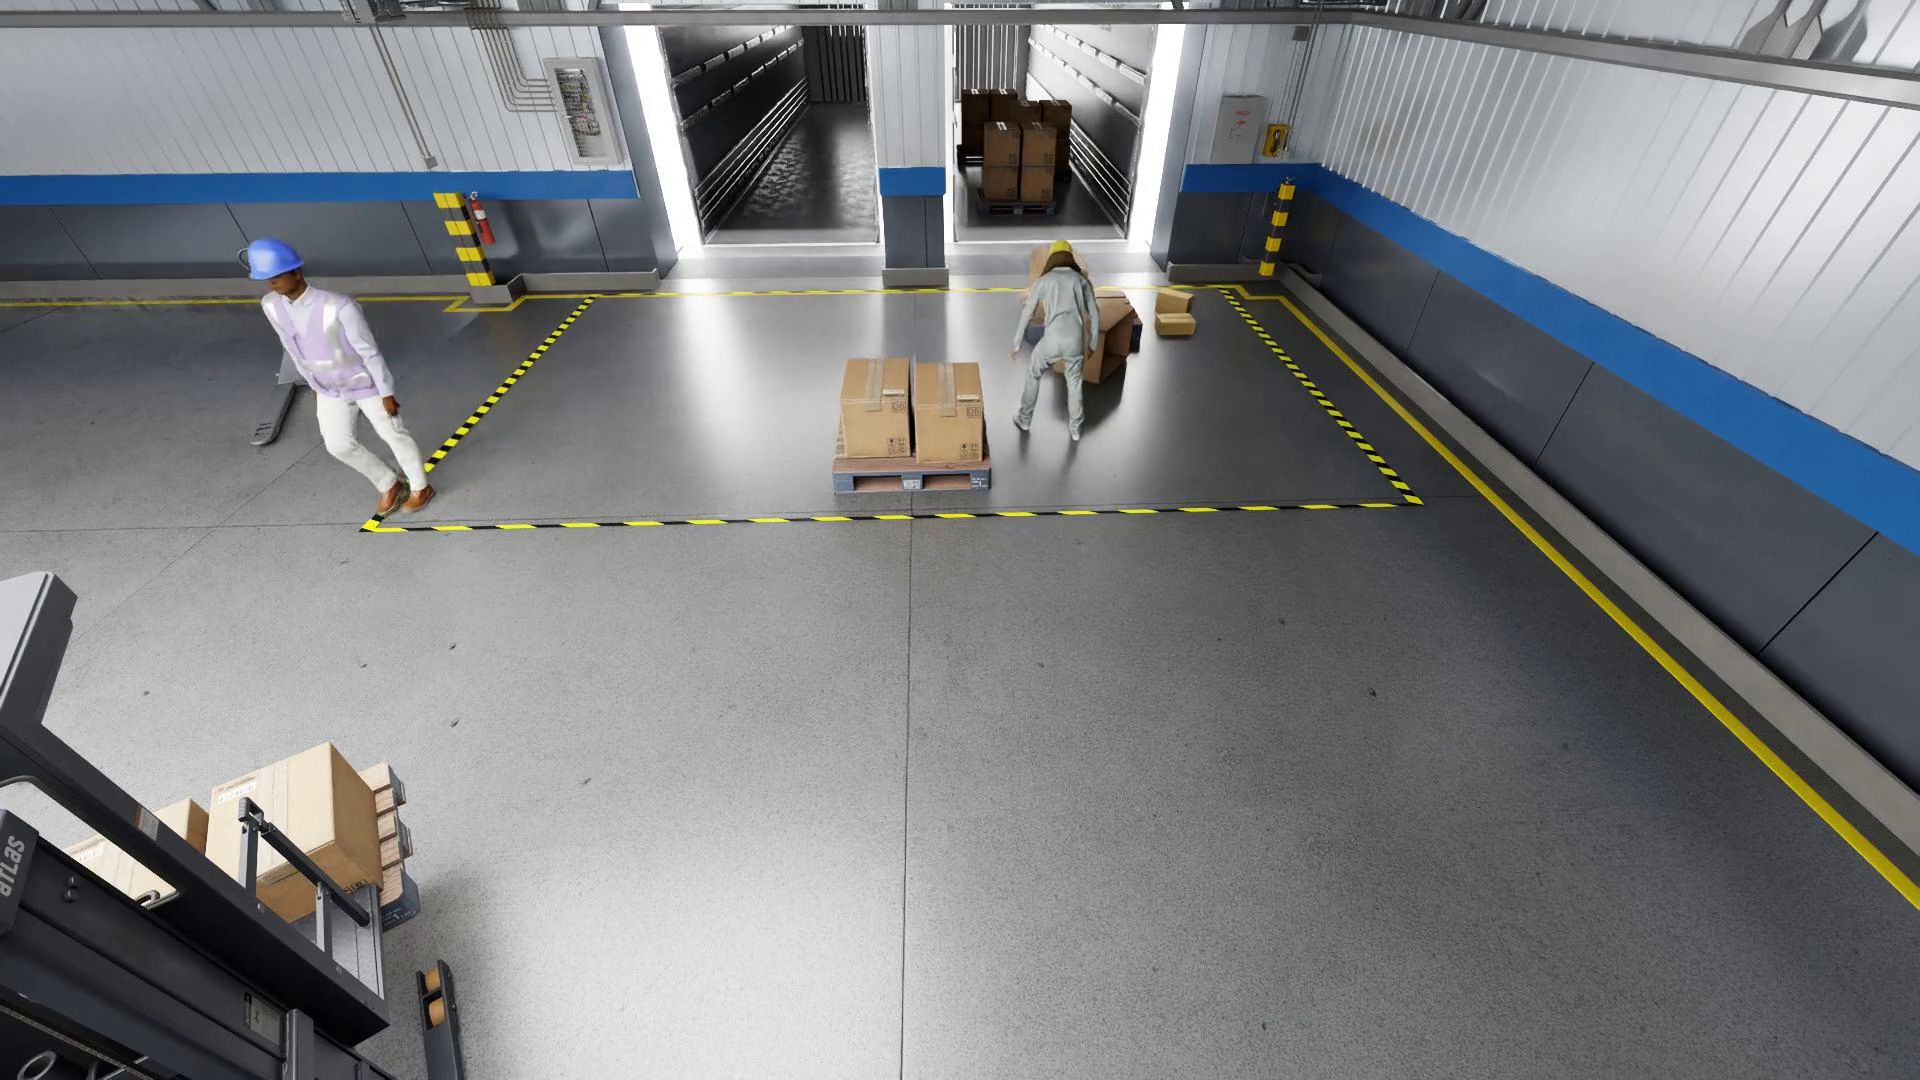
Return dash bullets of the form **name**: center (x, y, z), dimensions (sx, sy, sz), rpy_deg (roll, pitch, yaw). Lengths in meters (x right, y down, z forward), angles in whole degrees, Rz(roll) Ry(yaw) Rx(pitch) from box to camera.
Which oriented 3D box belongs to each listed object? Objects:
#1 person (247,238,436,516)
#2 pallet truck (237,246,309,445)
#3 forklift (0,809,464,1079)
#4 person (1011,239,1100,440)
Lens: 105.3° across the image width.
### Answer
- **person**: center (-4.070, -1.008, 4.888), dimensions (0.631, 1.936, 0.455), rpy_deg (0, 38, 0)
- **pallet truck**: center (-5.915, -1.733, 6.366), dimensions (0.680, 1.201, 1.601), rpy_deg (-18, 42, -21)
- **forklift**: center (-1.870, 1.524, 1.616), dimensions (0.716, 2.013, 0.776), rpy_deg (-24, 44, -27)
- **person**: center (0.763, -1.618, 6.026), dimensions (0.698, 1.494, 0.704), rpy_deg (-3, 39, -4)
